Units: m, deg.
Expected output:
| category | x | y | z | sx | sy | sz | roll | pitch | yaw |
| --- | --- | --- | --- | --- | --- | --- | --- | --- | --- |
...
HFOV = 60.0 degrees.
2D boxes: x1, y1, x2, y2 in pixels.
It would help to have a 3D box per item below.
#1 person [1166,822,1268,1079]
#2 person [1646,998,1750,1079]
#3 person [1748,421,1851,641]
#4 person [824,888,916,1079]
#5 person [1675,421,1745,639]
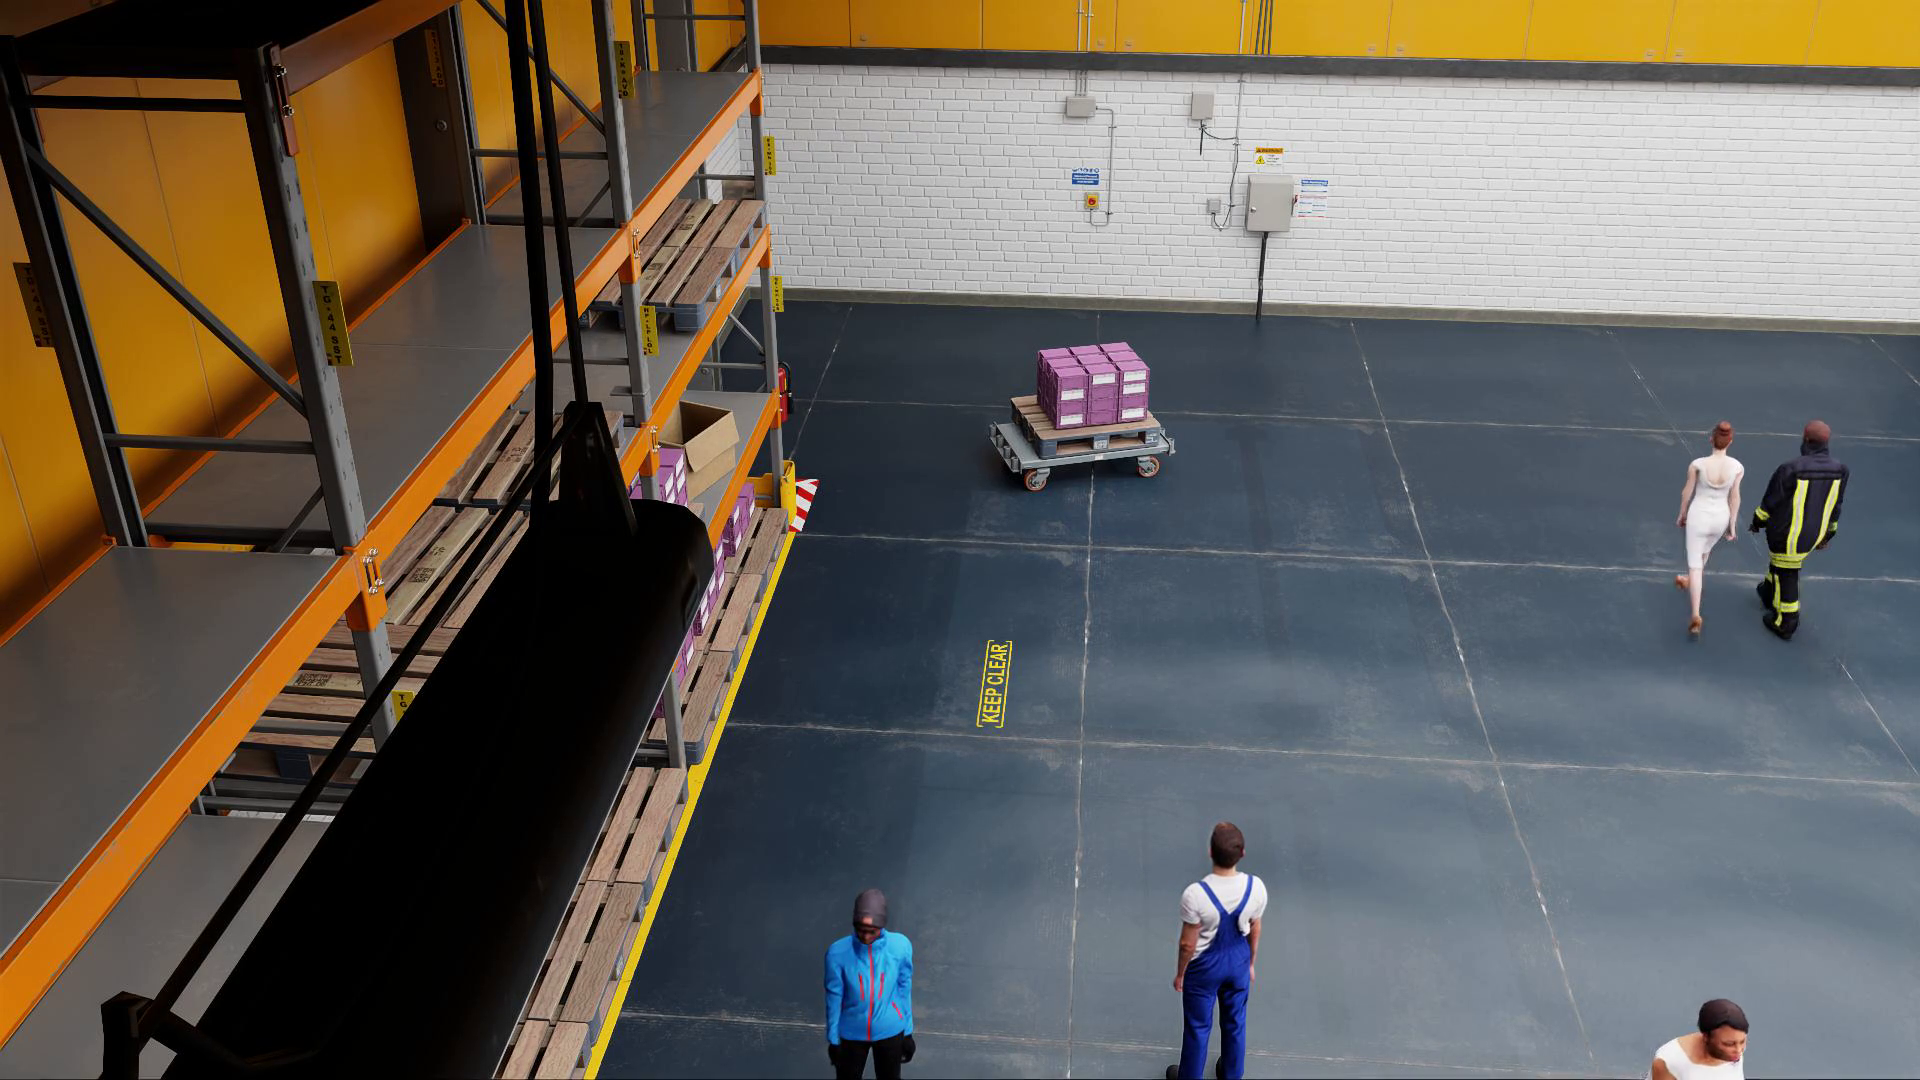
| category | x | y | z | sx | sy | sz | roll | pitch | yaw |
| --- | --- | --- | --- | --- | --- | --- | --- | --- | --- |
| person | 1.375 | 2.290 | 8.899 | 0.686 | 1.851 | 0.658 | -6 | 29 | -10 |
| person | 3.485 | 2.838 | 8.091 | 0.866 | 1.662 | 1.052 | -8 | 30 | -14 |
| person | 6.719 | -0.054 | 13.260 | 0.861 | 1.791 | 1.055 | -4 | 29 | -7 |
| person | -0.467 | 2.500 | 8.567 | 0.670 | 1.801 | 0.635 | -5 | 29 | -10 |
| person | 5.965 | -0.051 | 13.303 | 0.650 | 1.744 | 1.093 | 5 | 29 | 9 |
